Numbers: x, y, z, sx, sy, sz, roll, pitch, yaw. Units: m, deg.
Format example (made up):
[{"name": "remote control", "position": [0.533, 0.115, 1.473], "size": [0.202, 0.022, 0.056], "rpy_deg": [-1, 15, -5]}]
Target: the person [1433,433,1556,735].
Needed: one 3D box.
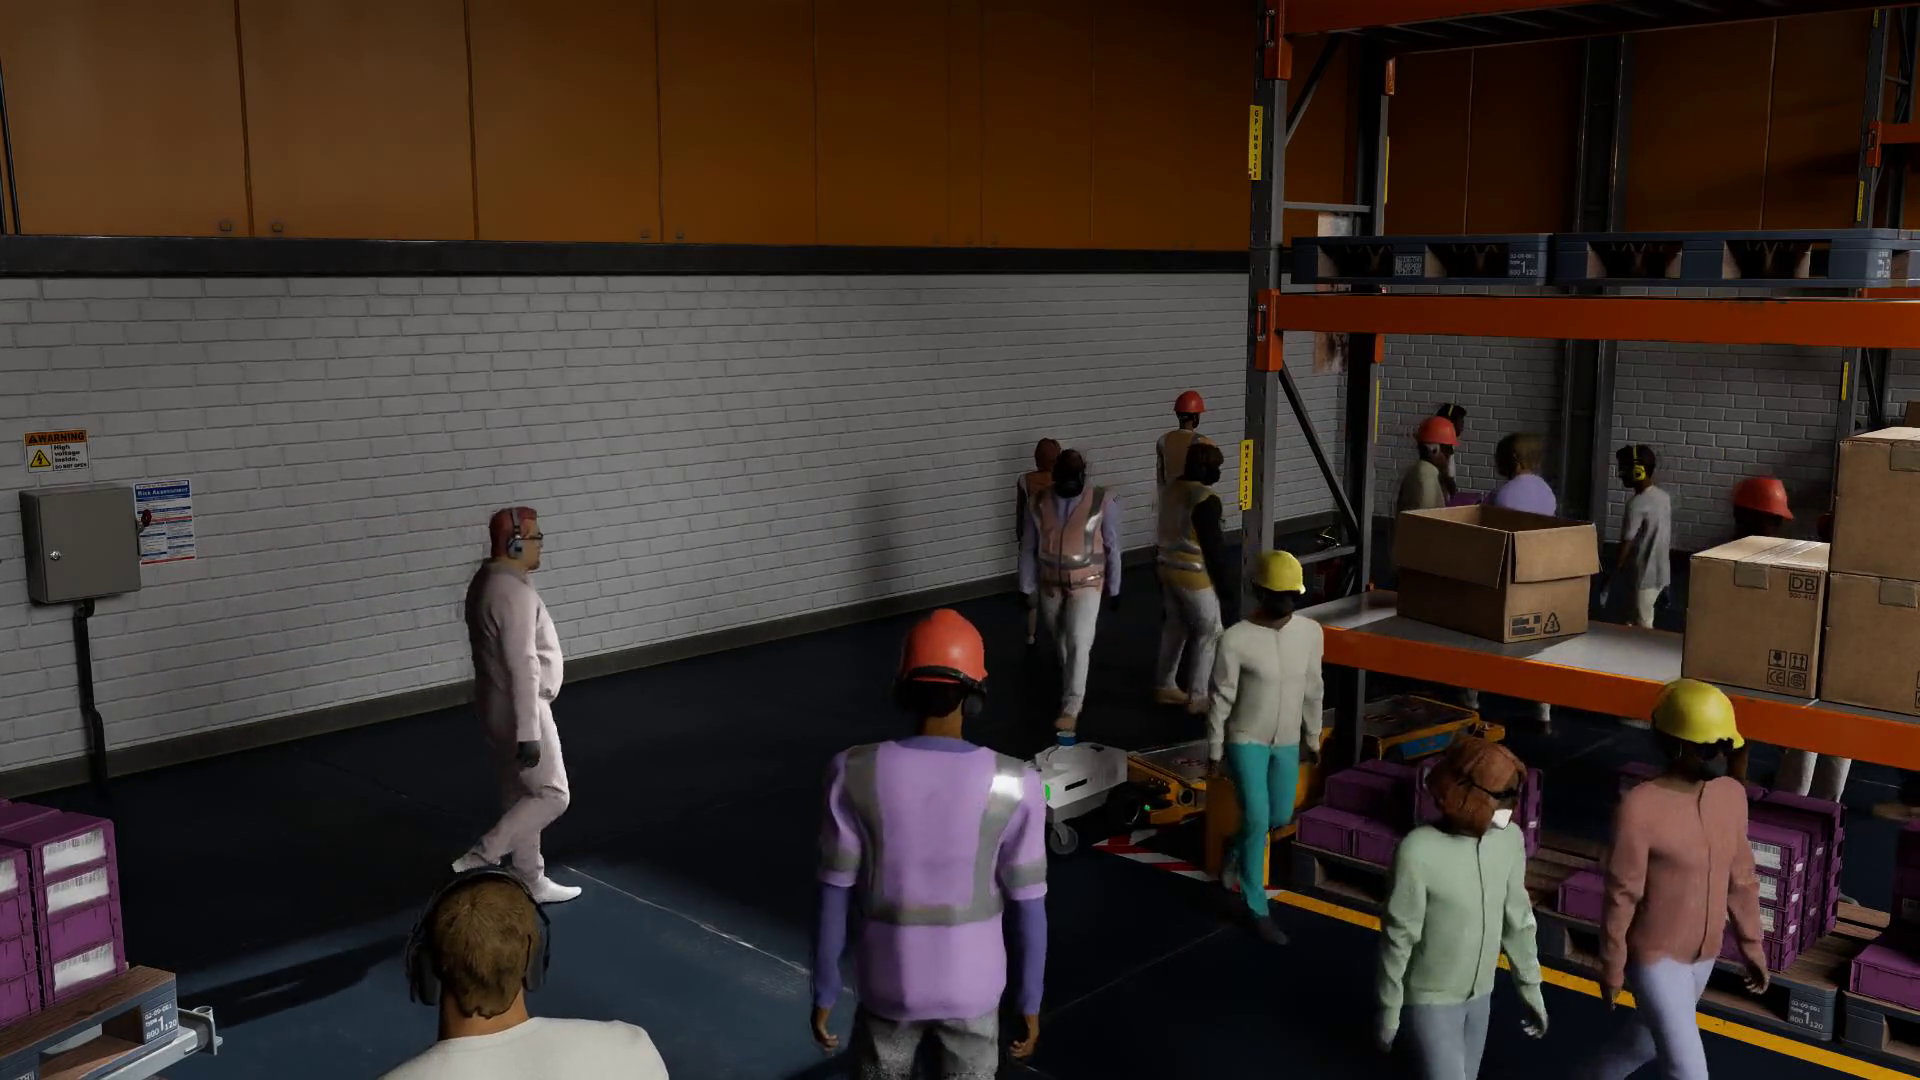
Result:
[{"name": "person", "position": [3.455, 0.265, 10.696], "size": [0.649, 1.903, 0.908], "rpy_deg": [-7, 11, -35]}]

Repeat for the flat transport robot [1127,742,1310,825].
[{"name": "flat transport robot", "position": [1.455, 1.305, 9.325], "size": [1.431, 0.197, 0.652], "rpy_deg": [-5, 11, -29]}]

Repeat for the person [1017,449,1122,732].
[{"name": "person", "position": [0.659, 0.329, 10.602], "size": [0.639, 1.801, 0.928], "rpy_deg": [4, 10, 22]}]

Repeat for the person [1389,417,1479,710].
[{"name": "person", "position": [3.216, 0.168, 11.076], "size": [0.702, 1.971, 0.638], "rpy_deg": [1, 9, 7]}]

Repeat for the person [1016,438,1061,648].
[{"name": "person", "position": [0.684, 0.027, 12.960], "size": [0.522, 1.645, 0.306], "rpy_deg": [4, 10, 22]}]

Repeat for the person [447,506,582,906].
[{"name": "person", "position": [-2.030, 0.789, 7.518], "size": [0.538, 1.891, 0.665], "rpy_deg": [-5, 11, -29]}]

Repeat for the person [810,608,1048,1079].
[{"name": "person", "position": [-0.087, 1.205, 4.538], "size": [0.657, 2.034, 0.531], "rpy_deg": [0, 9, 0]}]

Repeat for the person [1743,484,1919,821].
[{"name": "person", "position": [4.770, 0.497, 8.867], "size": [1.034, 2.000, 0.705], "rpy_deg": [6, 11, 32]}]

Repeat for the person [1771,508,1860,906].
[{"name": "person", "position": [3.929, 0.789, 7.558], "size": [0.573, 1.883, 0.355], "rpy_deg": [-4, 10, -21]}]

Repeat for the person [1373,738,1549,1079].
[{"name": "person", "position": [1.457, 1.359, 4.866], "size": [0.509, 1.616, 0.405], "rpy_deg": [-6, 11, -34]}]

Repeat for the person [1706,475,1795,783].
[{"name": "person", "position": [3.943, 0.617, 8.546], "size": [0.548, 1.945, 0.526], "rpy_deg": [-6, 11, -32]}]

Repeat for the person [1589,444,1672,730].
[{"name": "person", "position": [4.282, 0.300, 10.704], "size": [0.744, 1.837, 0.505], "rpy_deg": [7, 12, 38]}]

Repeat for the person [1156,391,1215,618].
[{"name": "person", "position": [1.903, -0.282, 13.954], "size": [0.545, 1.938, 0.355], "rpy_deg": [8, 12, 41]}]

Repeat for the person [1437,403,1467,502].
[{"name": "person", "position": [4.014, -0.230, 13.945], "size": [0.526, 1.837, 0.522], "rpy_deg": [1, 9, 5]}]

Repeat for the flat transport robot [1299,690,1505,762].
[{"name": "flat transport robot", "position": [2.621, 1.167, 10.171], "size": [1.431, 0.197, 0.652], "rpy_deg": [-7, 11, -35]}]

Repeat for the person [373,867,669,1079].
[{"name": "person", "position": [-0.805, 1.514, 2.941], "size": [0.629, 1.940, 0.376], "rpy_deg": [-6, 11, -33]}]

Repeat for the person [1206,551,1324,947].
[{"name": "person", "position": [1.321, 0.870, 7.473], "size": [0.533, 1.741, 0.693], "rpy_deg": [-4, 10, -21]}]

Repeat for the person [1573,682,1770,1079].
[{"name": "person", "position": [2.194, 1.258, 5.165], "size": [0.538, 1.725, 0.892], "rpy_deg": [-5, 10, -27]}]

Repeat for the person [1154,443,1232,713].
[{"name": "person", "position": [1.525, 0.260, 11.029], "size": [0.432, 1.816, 0.641], "rpy_deg": [-3, 10, -19]}]

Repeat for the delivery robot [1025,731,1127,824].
[{"name": "delivery robot", "position": [0.547, 1.234, 8.605], "size": [0.477, 0.478, 0.707], "rpy_deg": [8, 12, 42]}]
